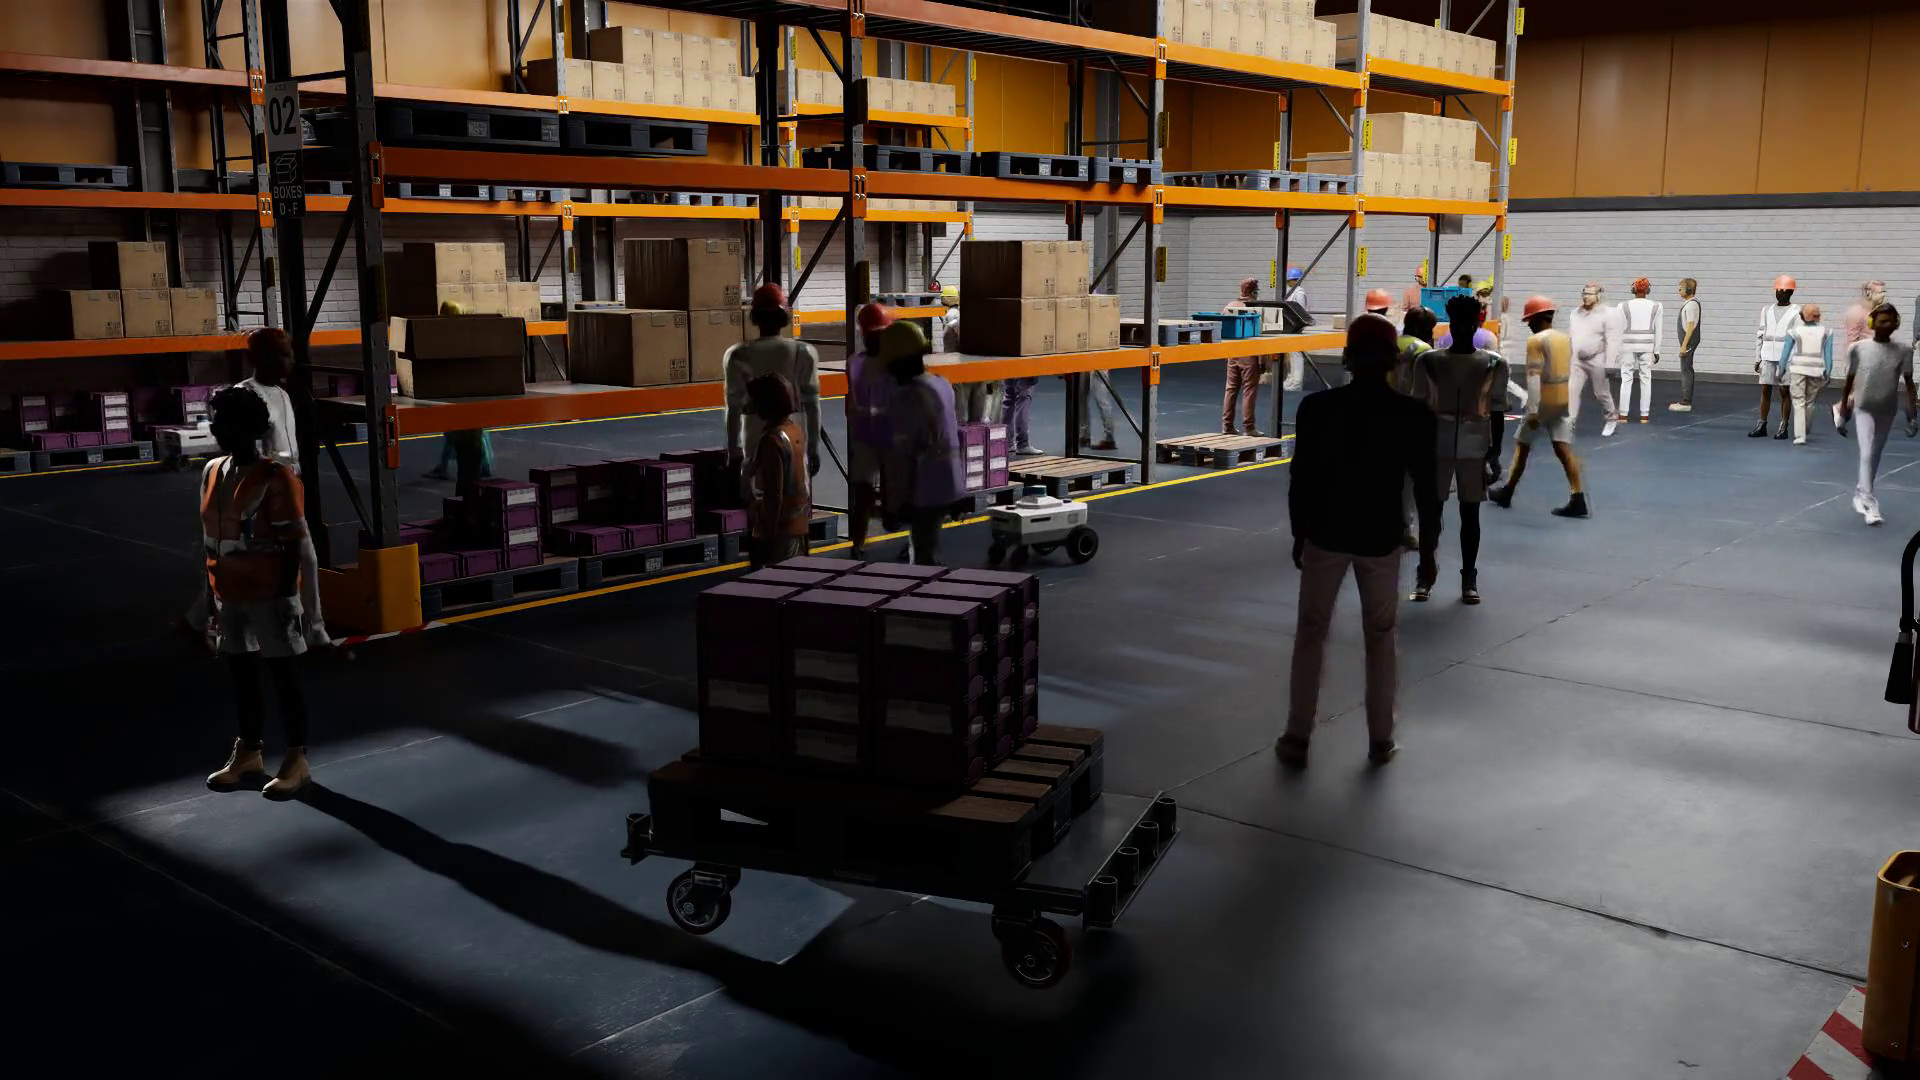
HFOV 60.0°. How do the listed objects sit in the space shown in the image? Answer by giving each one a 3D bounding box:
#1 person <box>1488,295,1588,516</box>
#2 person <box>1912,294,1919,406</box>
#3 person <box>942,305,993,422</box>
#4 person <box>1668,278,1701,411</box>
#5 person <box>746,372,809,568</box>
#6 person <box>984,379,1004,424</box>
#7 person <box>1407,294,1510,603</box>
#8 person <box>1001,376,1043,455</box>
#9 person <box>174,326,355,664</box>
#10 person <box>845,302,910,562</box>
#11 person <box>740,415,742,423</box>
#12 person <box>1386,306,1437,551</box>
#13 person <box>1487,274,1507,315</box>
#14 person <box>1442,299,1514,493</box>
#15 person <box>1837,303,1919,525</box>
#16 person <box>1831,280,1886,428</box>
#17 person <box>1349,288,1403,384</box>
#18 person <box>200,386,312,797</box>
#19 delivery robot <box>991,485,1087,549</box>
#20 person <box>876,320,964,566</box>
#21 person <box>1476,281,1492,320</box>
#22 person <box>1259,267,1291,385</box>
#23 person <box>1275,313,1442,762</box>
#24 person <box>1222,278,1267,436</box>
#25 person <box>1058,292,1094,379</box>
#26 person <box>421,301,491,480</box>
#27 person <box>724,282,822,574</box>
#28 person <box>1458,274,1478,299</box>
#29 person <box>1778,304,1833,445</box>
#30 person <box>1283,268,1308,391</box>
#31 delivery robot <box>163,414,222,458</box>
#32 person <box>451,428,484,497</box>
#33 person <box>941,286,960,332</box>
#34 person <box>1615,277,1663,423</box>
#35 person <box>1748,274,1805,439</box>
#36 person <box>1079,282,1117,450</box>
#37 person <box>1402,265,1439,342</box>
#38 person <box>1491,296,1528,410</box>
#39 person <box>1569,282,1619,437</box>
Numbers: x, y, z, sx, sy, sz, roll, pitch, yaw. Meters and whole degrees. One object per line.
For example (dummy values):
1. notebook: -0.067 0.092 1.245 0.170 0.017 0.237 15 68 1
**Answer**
1. person: 4.969 -1.143 14.164 0.612 1.854 1.031 -6 12 -31
2. person: 13.972 -2.878 23.787 0.635 1.936 0.351 4 11 22
3. person: 0.100 -1.662 17.172 0.599 1.827 0.404 -7 12 -35
4. person: 10.077 -2.704 23.079 0.344 1.840 0.504 5 11 27
5. person: -0.913 -0.027 8.406 0.310 1.640 0.514 1 10 7
6. person: 0.480 -2.192 20.124 0.540 1.854 0.394 9 13 42
7. person: 3.158 -0.576 10.596 0.603 1.966 0.367 3 10 16
8. person: 0.673 -1.889 18.248 0.402 1.906 0.652 -6 12 -30
9. person: -3.807 -0.230 8.987 0.930 1.847 0.586 1 10 8
10. person: -0.530 -0.717 11.643 0.550 1.901 0.996 4 11 24
11. person: -2.585 -2.330 21.492 0.542 1.649 0.891 10 14 44
12. person: 3.358 -0.843 12.530 0.441 1.822 0.653 -2 10 -13
13. person: 8.661 -3.393 27.010 0.403 1.837 0.590 -1 10 -5
14. person: 4.735 -1.334 15.462 1.035 1.781 0.610 -5 11 -28
15. person: 7.619 -1.057 13.799 0.538 1.813 1.056 2 10 13
16. person: 10.839 -2.180 19.962 0.650 1.883 0.752 -5 11 -26
17. person: 4.078 -1.505 16.159 0.996 1.887 0.570 -8 13 -39
18. person: -2.924 0.213 6.876 0.532 1.697 0.319 5 11 24
19. delivery robot: 0.565 -0.149 11.917 0.707 0.478 0.477 -8 12 -36
20. person: -0.101 -0.257 9.053 0.712 1.872 0.609 4 11 19
21. person: 7.854 -3.009 25.046 0.543 1.761 0.398 2 10 9
22. person: 5.179 -3.498 27.166 0.761 1.994 0.659 1 10 8
23. person: 1.738 0.005 7.278 0.717 1.969 0.544 2 10 11
24. person: 3.446 -2.191 20.007 0.396 1.898 0.637 -9 13 -40
25. person: 2.067 -3.744 28.911 0.631 1.890 1.051 6 11 30
26. person: -4.958 -1.440 16.167 0.795 1.733 0.559 -5 11 -26
27. person: -1.187 -0.611 10.588 0.614 2.041 0.386 -2 10 -12
28. person: 8.559 -3.564 28.033 0.778 1.837 0.541 -5 11 -27
29. person: 9.745 -1.911 19.209 0.539 1.604 0.709 2 10 11
30. person: 5.295 -3.326 26.310 0.397 1.945 0.615 0 10 0
31. delivery robot: -7.749 -1.047 17.027 0.477 0.478 0.707 9 14 42
32. person: -3.658 -0.737 12.452 0.282 1.636 0.498 -5 11 -28
33. person: -0.119 -2.592 22.712 0.304 1.745 0.483 2 10 9
34. person: 8.746 -2.445 21.479 0.574 1.883 0.355 2 10 13
35. person: 9.698 -2.165 19.713 0.347 1.943 0.544 -9 13 -41
36. person: 1.487 -1.968 18.722 0.451 1.894 0.677 -4 11 -21
37. person: 7.189 -3.291 25.975 0.609 1.996 0.379 -1 10 -7
38. person: 7.479 -2.555 22.855 0.673 1.622 0.520 4 11 22
39. person: 7.569 -2.145 19.851 0.974 1.866 0.658 -7 12 -37
